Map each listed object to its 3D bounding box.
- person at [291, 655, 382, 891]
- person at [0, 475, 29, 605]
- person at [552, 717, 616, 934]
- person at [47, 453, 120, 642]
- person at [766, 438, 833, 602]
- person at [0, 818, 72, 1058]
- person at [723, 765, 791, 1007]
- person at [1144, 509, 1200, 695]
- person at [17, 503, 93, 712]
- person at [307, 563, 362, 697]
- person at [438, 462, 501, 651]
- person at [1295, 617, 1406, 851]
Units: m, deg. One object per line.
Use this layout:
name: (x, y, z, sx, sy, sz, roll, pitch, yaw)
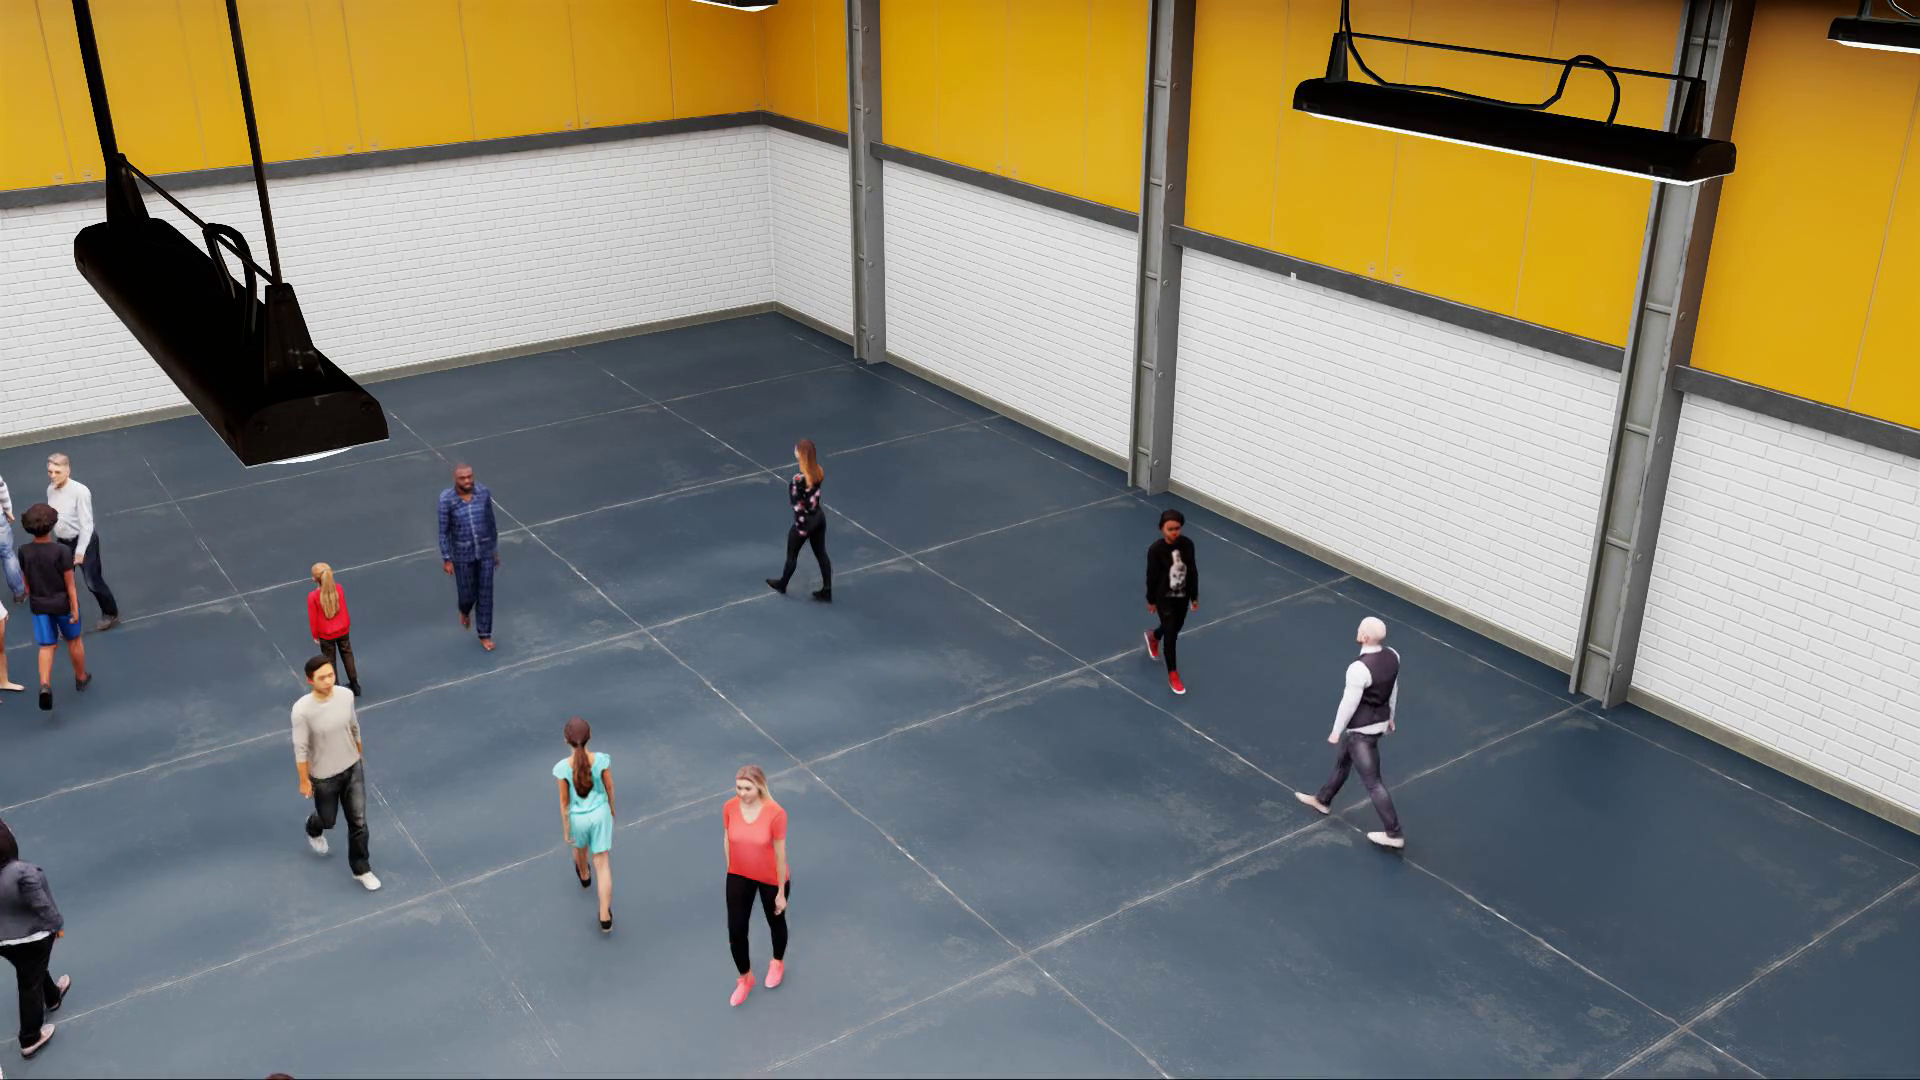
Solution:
person: (-4.509, 1.603, 11.831, 1.132, 1.786, 0.846, 20, 30, 38)
person: (-9.384, -0.245, 15.974, 0.707, 1.854, 0.640, -7, 25, -16)
person: (-2.519, 1.953, 11.367, 0.779, 1.518, 1.120, -7, 25, -15)
person: (-8.140, 0.019, 15.449, 0.948, 1.792, 0.993, 8, 25, 17)
person: (-1.397, -0.172, 16.052, 1.004, 1.658, 0.788, 15, 28, 31)
person: (-5.815, 2.449, 10.169, 0.973, 1.569, 1.045, 3, 24, 7)
person: (-1.262, 2.143, 10.735, 0.826, 1.675, 0.884, 4, 24, 10)
person: (1.822, 0.473, 14.586, 0.785, 1.651, 1.108, -9, 25, -19)
person: (-7.747, 0.590, 14.164, 0.877, 1.775, 1.163, -7, 24, -15)
person: (-5.405, 0.783, 14.337, 0.513, 1.282, 0.523, -22, 32, -40)
person: (-4.484, 0.107, 15.232, 0.672, 1.804, 0.773, -15, 28, -30)
person: (3.033, 1.452, 12.196, 1.278, 1.772, 0.875, 21, 31, 40)
